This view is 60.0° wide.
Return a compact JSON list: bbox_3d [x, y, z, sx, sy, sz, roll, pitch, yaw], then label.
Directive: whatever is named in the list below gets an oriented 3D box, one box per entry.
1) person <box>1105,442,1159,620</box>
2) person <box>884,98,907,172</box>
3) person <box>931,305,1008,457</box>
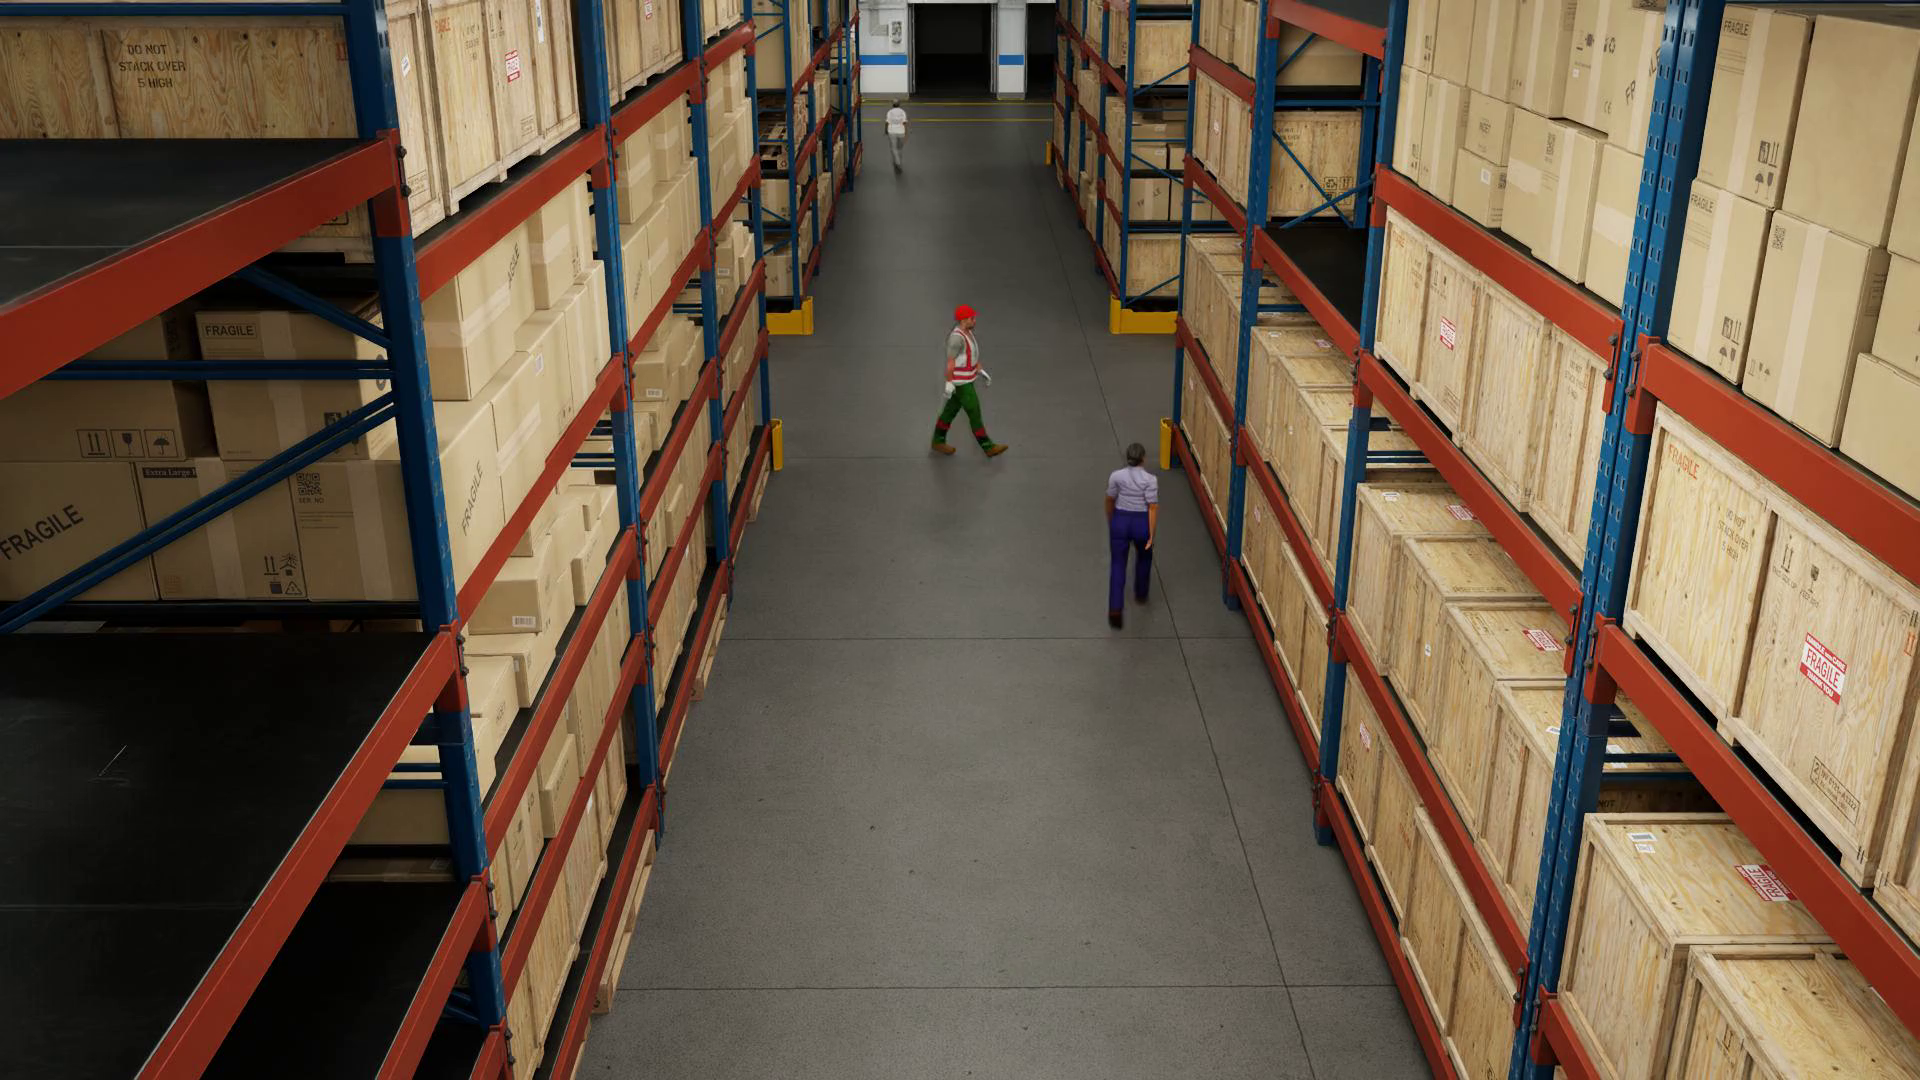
[{"bbox_3d":[1.542,-0.125,15.000,0.488,1.615,0.949,3,22,8],"label":"person"},{"bbox_3d":[-1.490,-9.405,38.514,0.480,1.631,0.949,-9,23,-22],"label":"person"},{"bbox_3d":[0.129,-1.840,19.118,0.953,1.754,0.574,5,22,12],"label":"person"}]
